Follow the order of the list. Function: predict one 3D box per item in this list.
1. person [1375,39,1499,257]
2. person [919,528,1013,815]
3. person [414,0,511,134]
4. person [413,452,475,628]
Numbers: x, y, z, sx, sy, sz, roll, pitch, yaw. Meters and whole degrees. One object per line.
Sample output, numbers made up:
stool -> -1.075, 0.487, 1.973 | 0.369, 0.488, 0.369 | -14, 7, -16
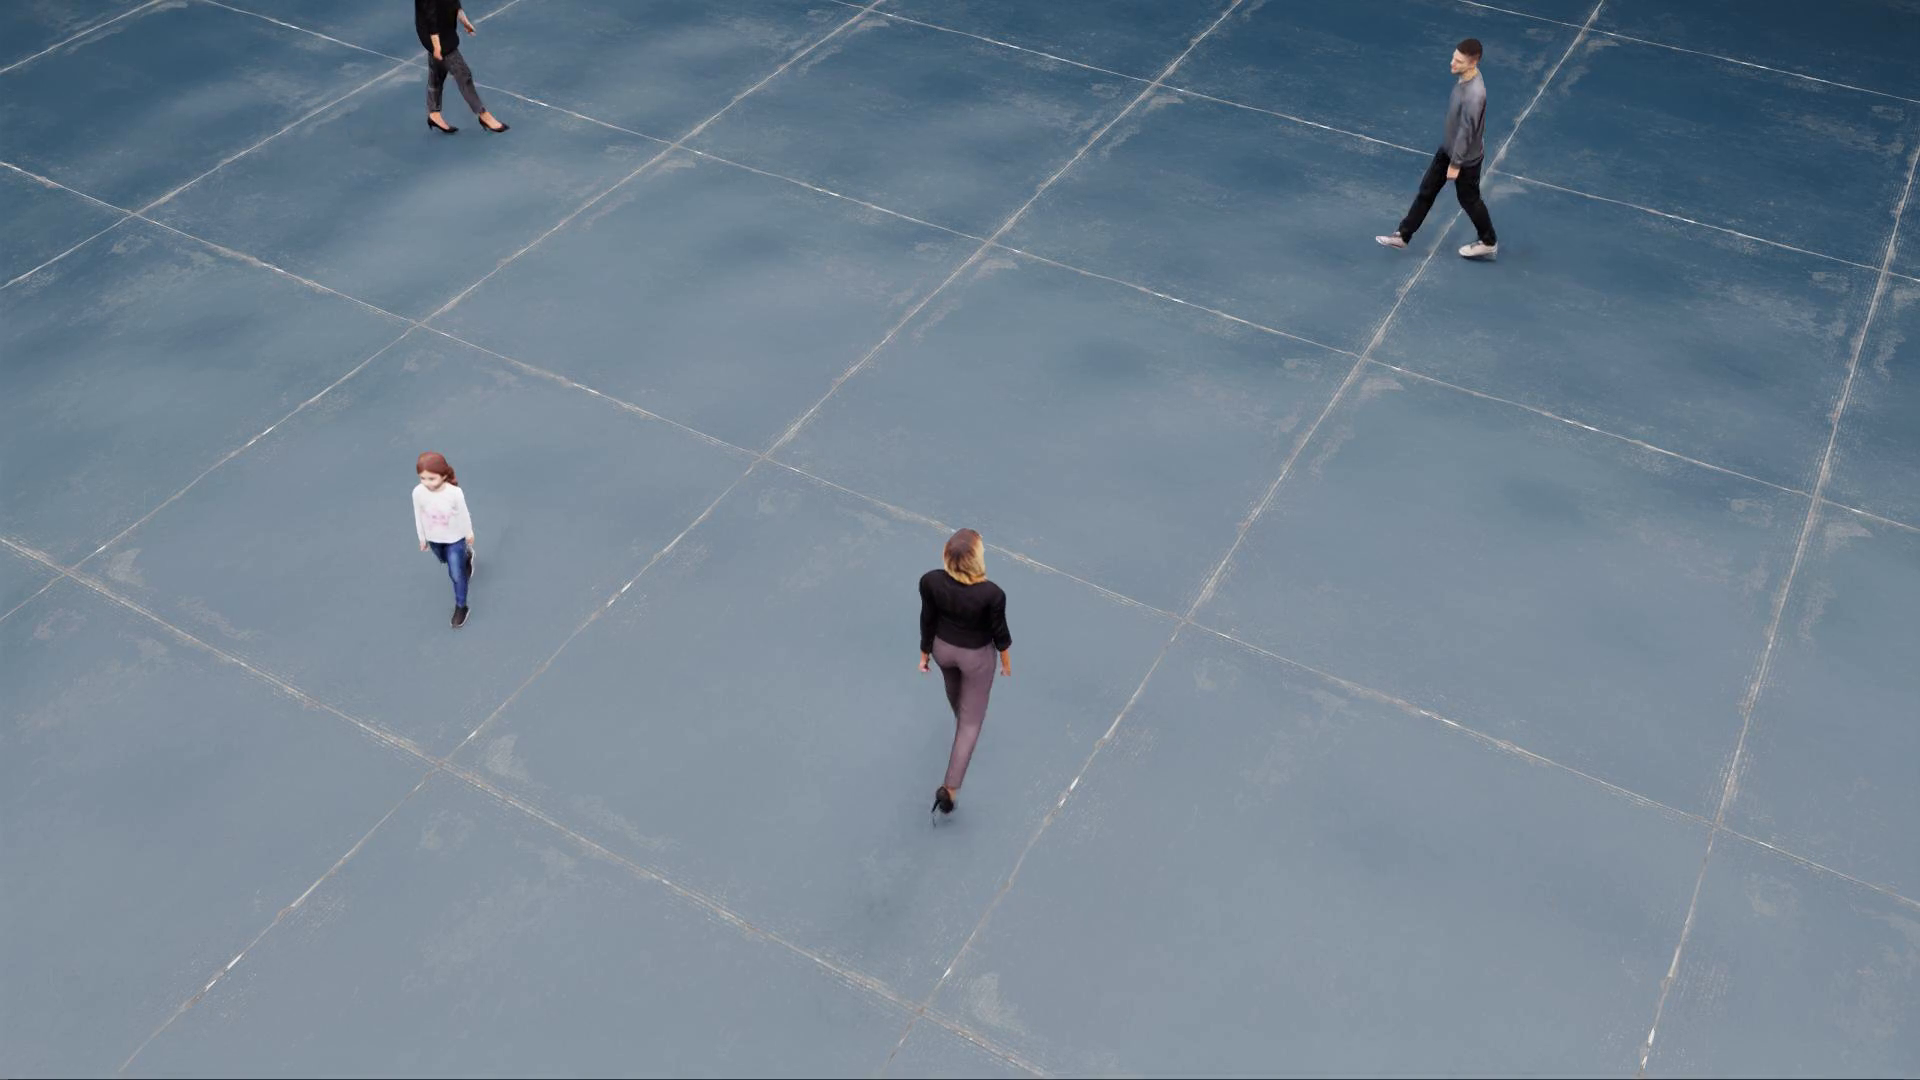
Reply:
person -> 3.710, -2.788, 12.016 | 1.114, 1.720, 1.181 | 1, 42, 1
person -> -0.011, 0.672, 8.272 | 0.730, 1.633, 1.076 | 14, 44, 15
person -> -4.286, -4.053, 13.428 | 1.010, 1.696, 0.987 | -6, 43, -6
person -> -2.926, -0.077, 9.498 | 0.627, 1.094, 0.832 | 5, 42, 5
